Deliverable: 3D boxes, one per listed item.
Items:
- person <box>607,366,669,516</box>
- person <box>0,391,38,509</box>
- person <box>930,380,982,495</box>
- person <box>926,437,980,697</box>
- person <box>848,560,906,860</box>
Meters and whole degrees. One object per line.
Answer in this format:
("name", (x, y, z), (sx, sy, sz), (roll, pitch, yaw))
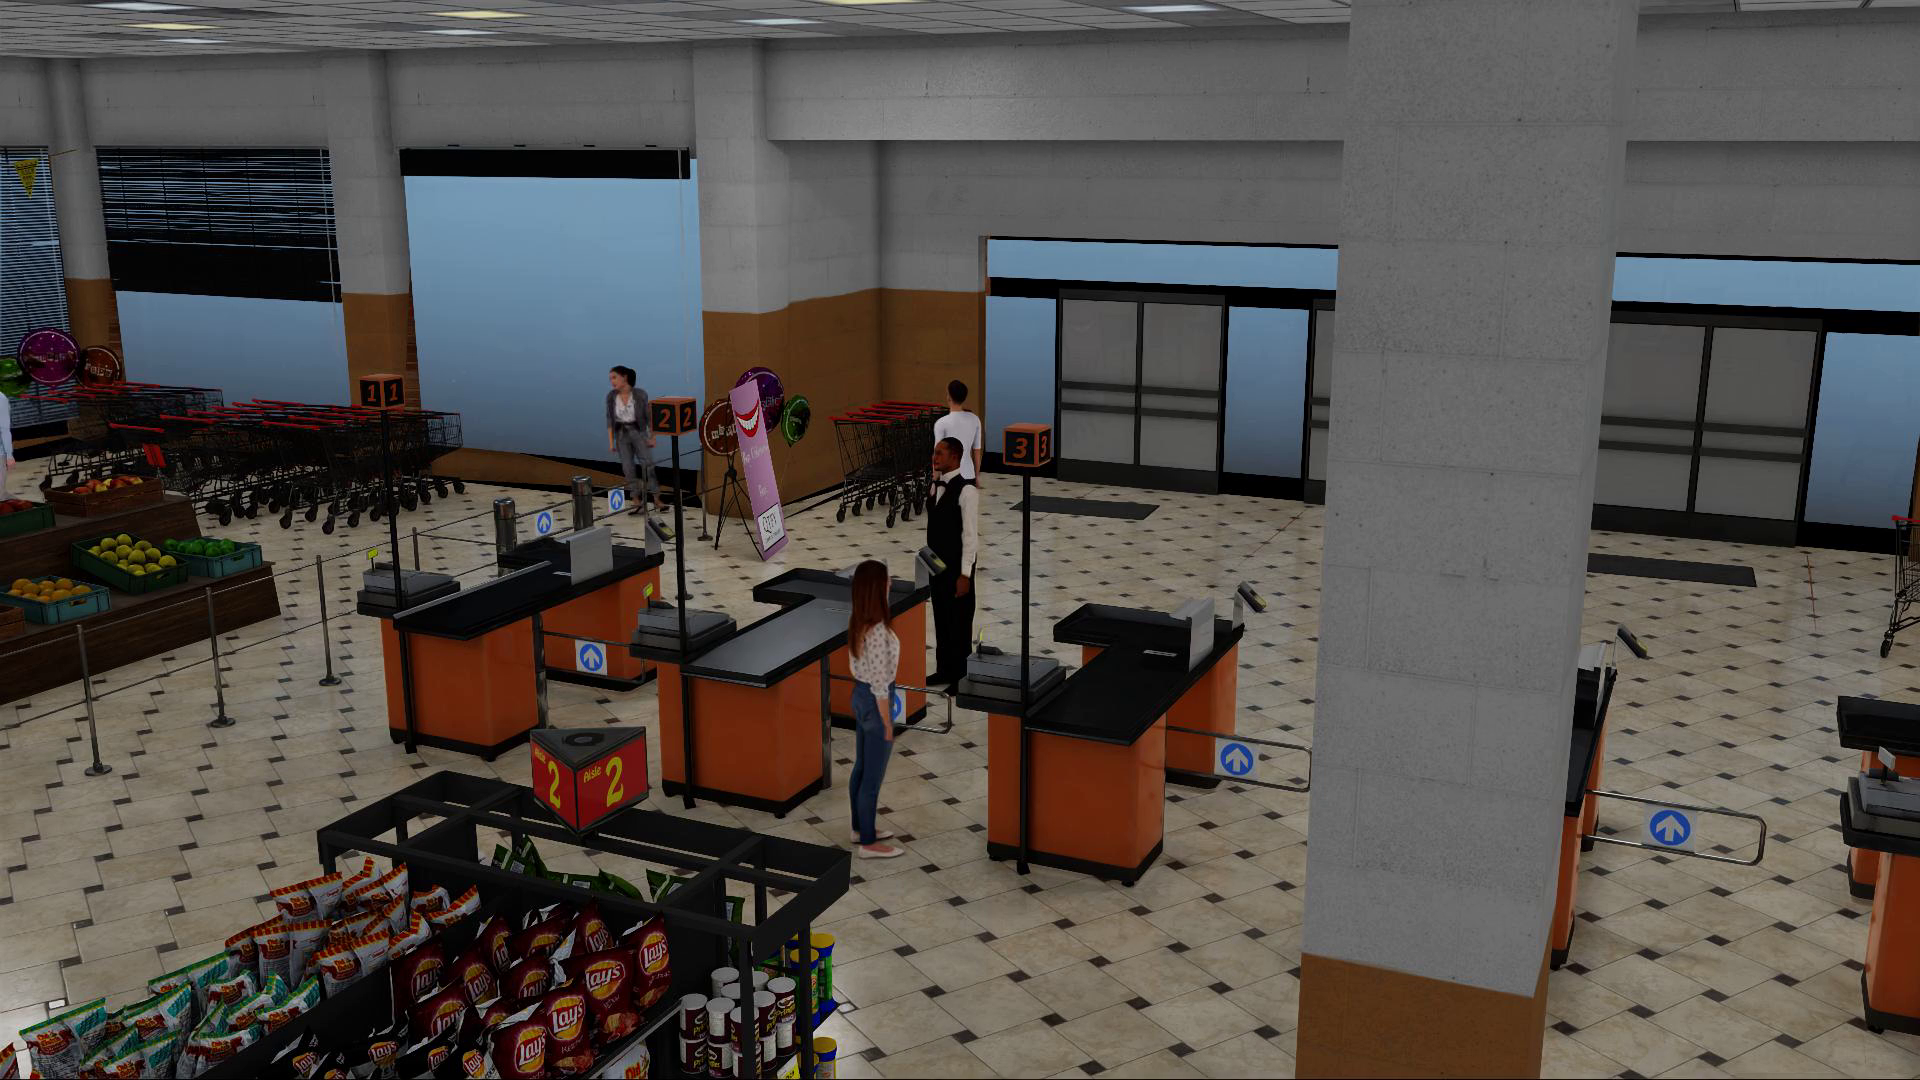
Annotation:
("person", (-3.502, -1.066, 18.005), (0.851, 1.644, 0.809), (-3, 14, -12))
("person", (-9.575, -0.838, 16.580), (0.745, 1.873, 1.098), (4, 14, 16))
("person", (-0.022, -0.578, 15.557), (0.708, 1.851, 0.817), (-8, 16, -30))
("person", (-0.059, 0.182, 12.278), (0.780, 1.919, 0.783), (-9, 16, -32))
("person", (-0.509, 0.955, 9.494), (0.696, 1.729, 0.625), (-4, 14, -17))
